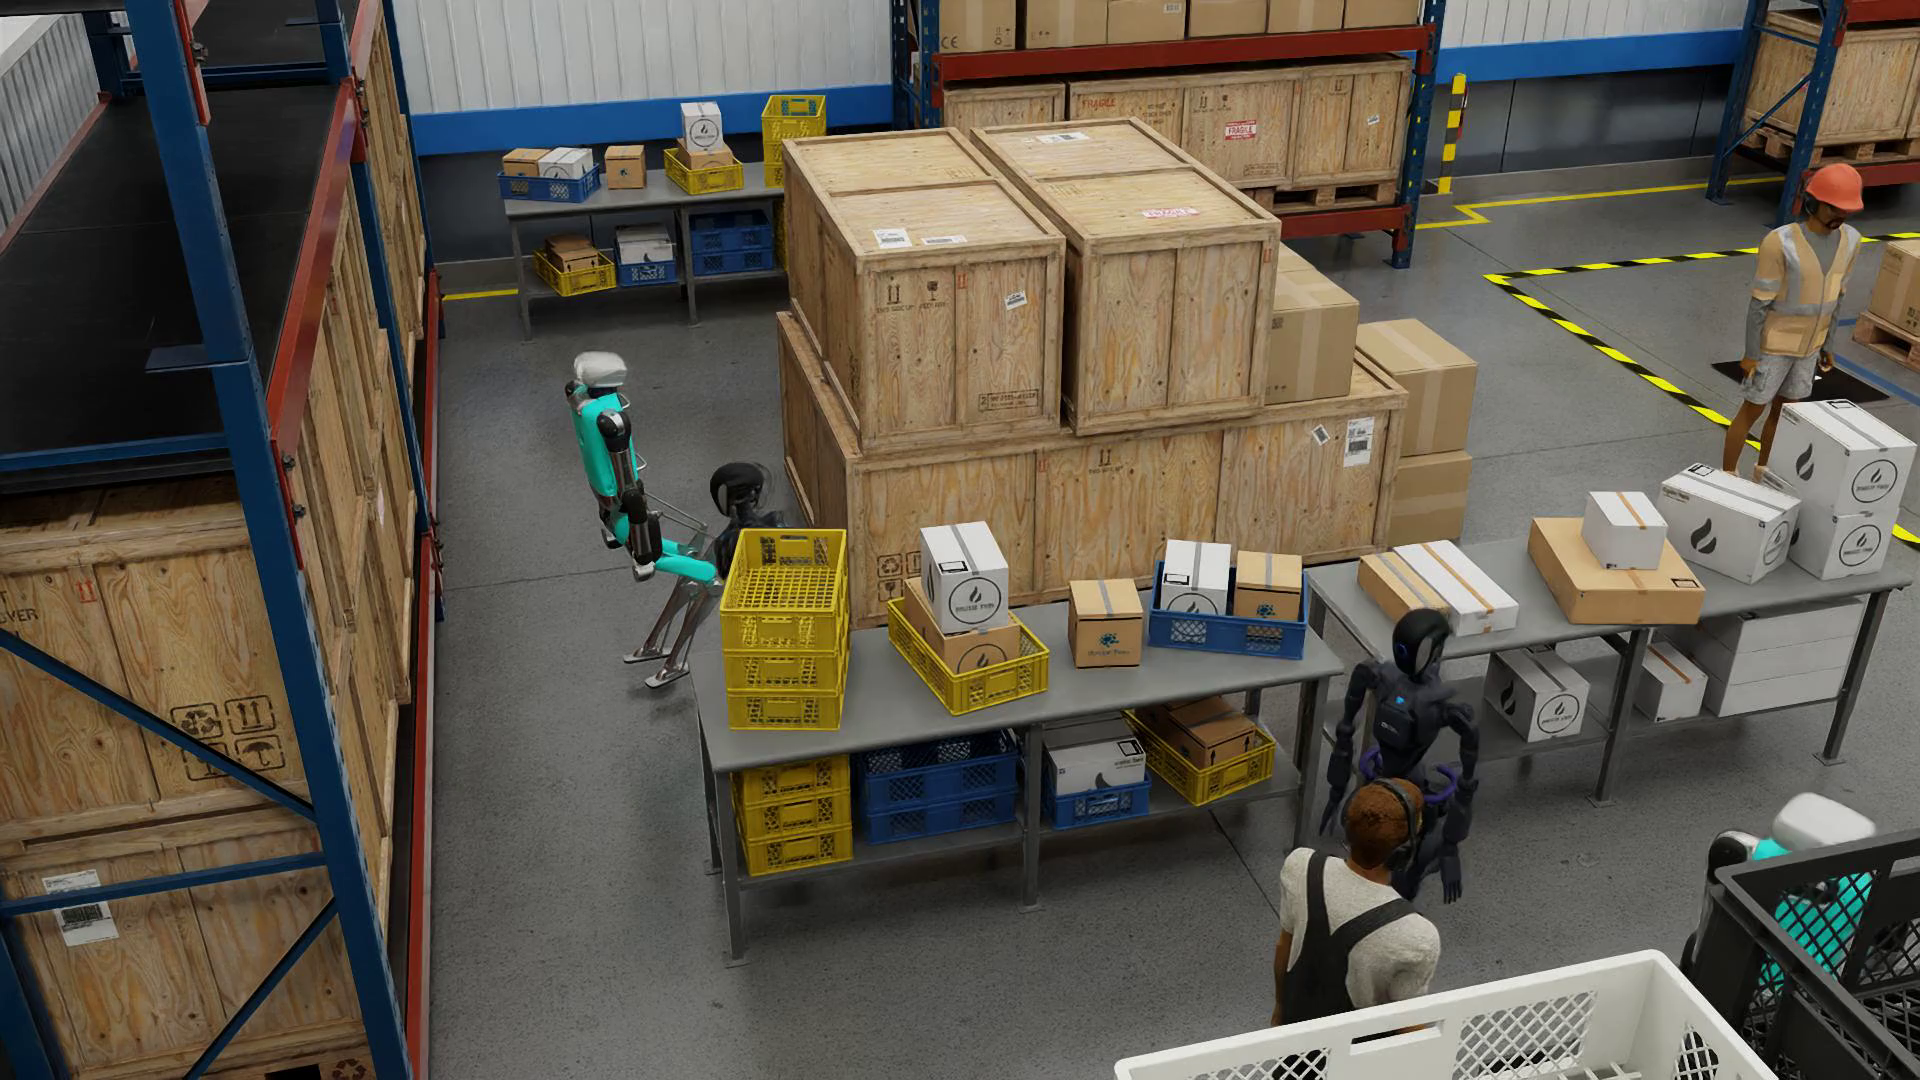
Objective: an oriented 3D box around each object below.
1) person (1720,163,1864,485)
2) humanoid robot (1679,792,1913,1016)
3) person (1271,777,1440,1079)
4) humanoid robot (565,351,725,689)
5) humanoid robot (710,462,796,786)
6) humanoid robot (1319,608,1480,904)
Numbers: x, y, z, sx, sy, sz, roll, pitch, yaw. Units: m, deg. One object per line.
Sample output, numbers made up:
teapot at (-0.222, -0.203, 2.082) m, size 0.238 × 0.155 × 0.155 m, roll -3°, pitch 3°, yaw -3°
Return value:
person at (4.643, -1.099, 9.277) m, size 0.607 × 2.043 × 0.370 m, roll -8°, pitch 30°, yaw -14°
humanoid robot at (2.205, 1.588, 4.733) m, size 0.548 × 1.732 × 1.056 m, roll 22°, pitch 36°, yaw 34°
person at (1.109, 1.463, 4.845) m, size 0.332 × 1.836 × 0.504 m, roll -25°, pitch 37°, yaw -37°
humanoid robot at (-1.375, -0.121, 7.674) m, size 0.735 × 1.677 × 0.533 m, roll -16°, pitch 33°, yaw -27°
humanoid robot at (-0.842, 0.443, 6.859) m, size 0.476 × 1.643 × 0.610 m, roll -8°, pitch 30°, yaw -14°
humanoid robot at (1.612, 0.954, 5.951) m, size 0.591 × 1.638 × 0.652 m, roll 26°, pitch 38°, yaw 38°
